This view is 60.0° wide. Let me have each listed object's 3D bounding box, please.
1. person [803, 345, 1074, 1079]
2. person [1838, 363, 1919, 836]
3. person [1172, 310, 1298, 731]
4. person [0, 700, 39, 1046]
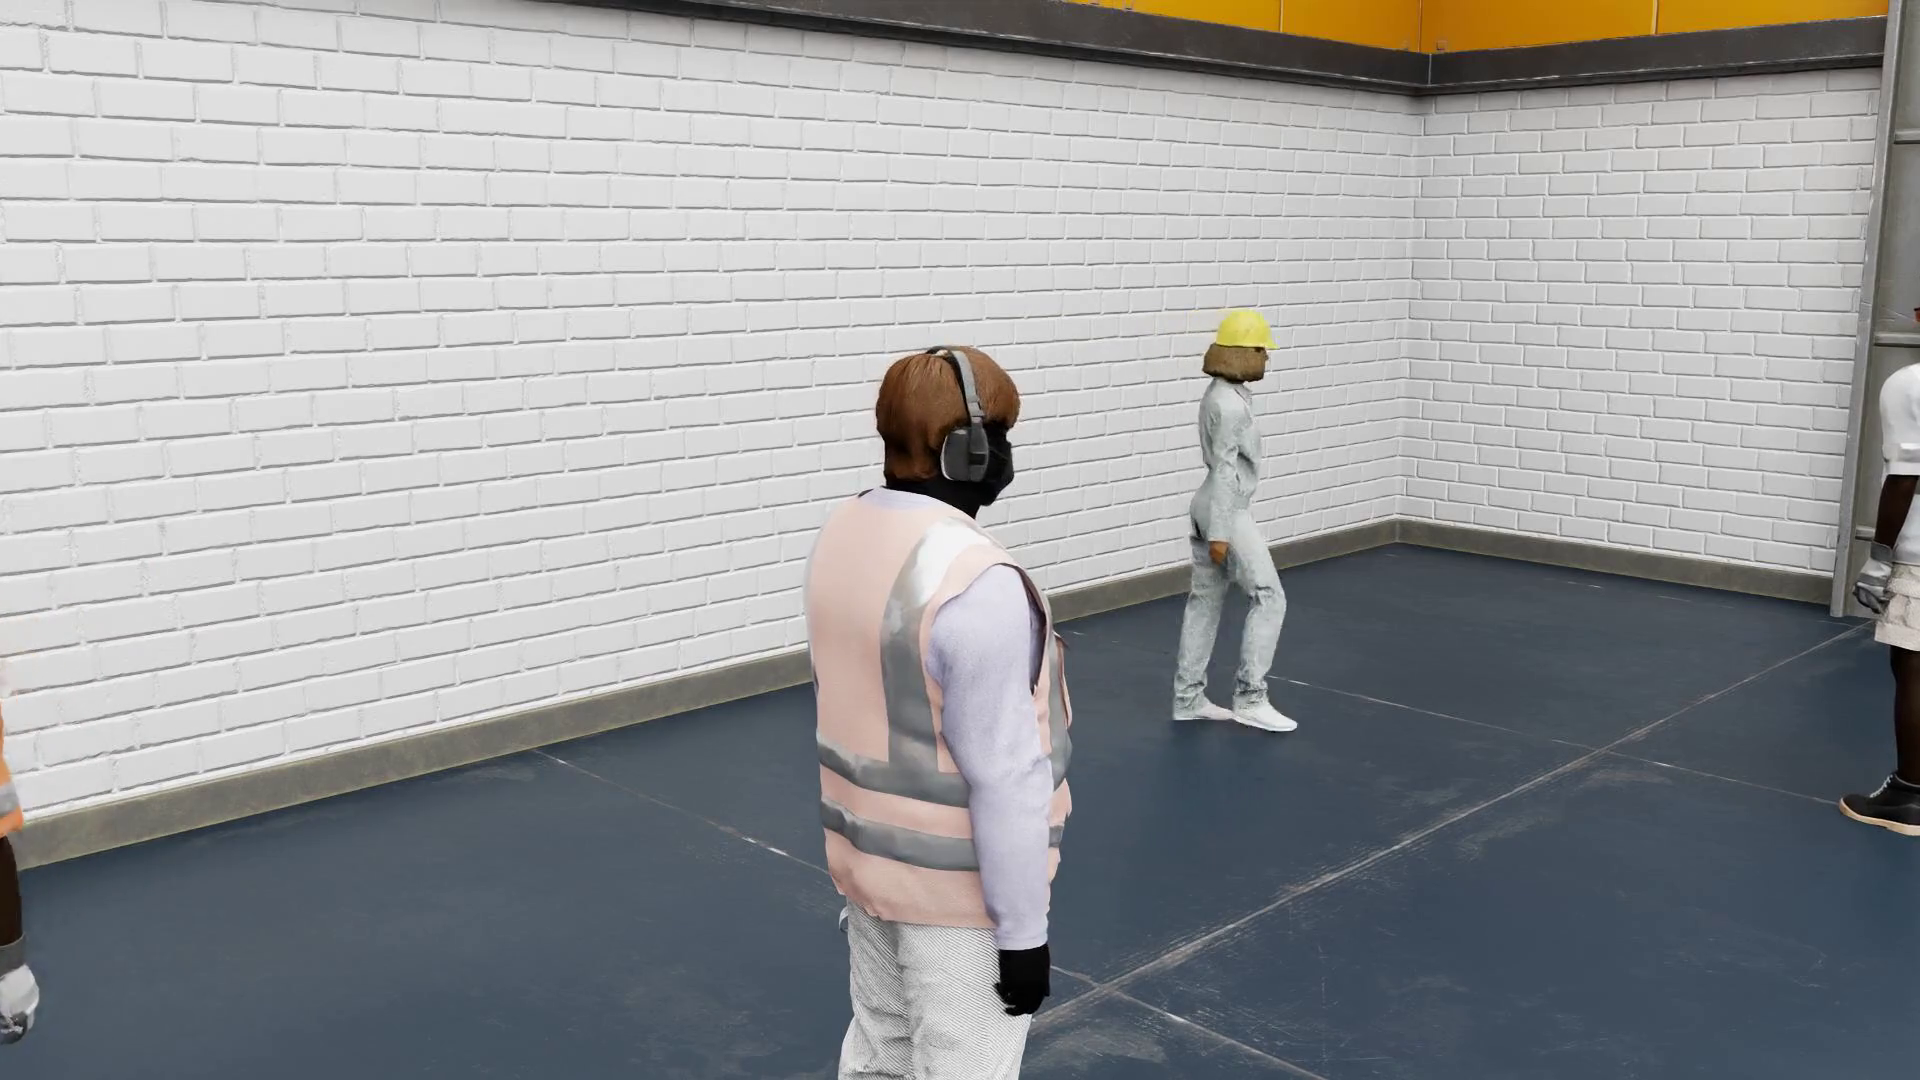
[{"bbox_3d":[-0.022,0.586,2.900,0.429,1.842,0.626,-6,12,-30],"label":"person"},{"bbox_3d":[3.310,0.023,5.624,0.608,1.965,0.369,-3,11,-17],"label":"person"},{"bbox_3d":[1.167,-0.072,6.821,0.618,1.724,0.493,0,10,-3],"label":"person"},{"bbox_3d":[-1.822,0.721,2.662,0.545,1.644,0.872,1,10,7],"label":"person"}]
